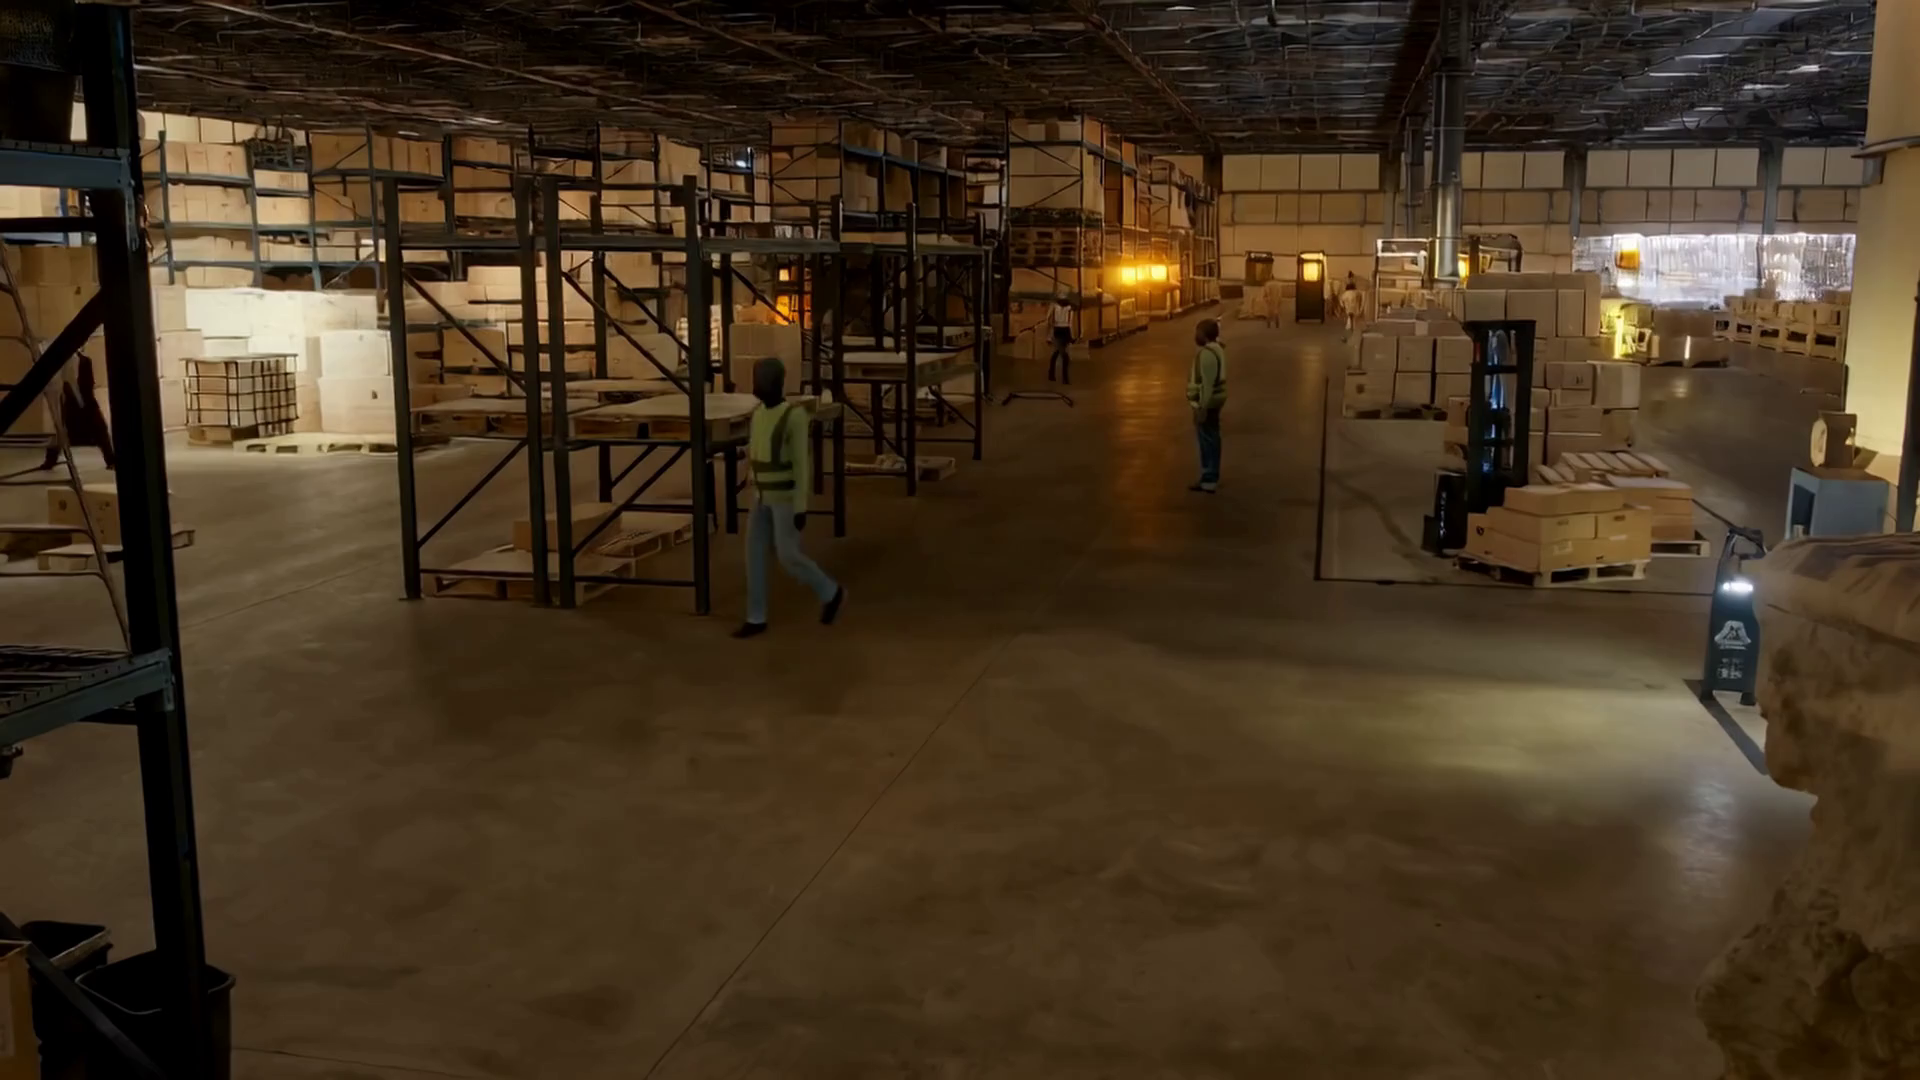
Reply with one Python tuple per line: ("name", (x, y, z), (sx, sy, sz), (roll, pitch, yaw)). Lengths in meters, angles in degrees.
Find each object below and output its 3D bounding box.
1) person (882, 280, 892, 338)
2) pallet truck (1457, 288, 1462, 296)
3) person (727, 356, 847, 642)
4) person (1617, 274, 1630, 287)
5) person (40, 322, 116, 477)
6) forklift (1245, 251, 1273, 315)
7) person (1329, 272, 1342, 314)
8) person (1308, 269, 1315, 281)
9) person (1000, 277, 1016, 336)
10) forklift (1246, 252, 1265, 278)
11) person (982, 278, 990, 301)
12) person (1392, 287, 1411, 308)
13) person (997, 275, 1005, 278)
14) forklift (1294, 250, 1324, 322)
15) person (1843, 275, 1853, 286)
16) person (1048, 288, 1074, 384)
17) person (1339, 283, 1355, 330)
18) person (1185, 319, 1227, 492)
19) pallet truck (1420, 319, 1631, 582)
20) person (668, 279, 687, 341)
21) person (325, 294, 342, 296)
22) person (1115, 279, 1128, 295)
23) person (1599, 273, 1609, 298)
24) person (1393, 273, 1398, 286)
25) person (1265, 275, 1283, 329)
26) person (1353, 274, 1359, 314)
("person", (-2.028, -5.687, 42.636), (0.477, 1.943, 0.621), (-8, 12, -38))
("pallet truck", (20.506, -9.785, 68.819), (0.653, 1.274, 1.630), (2, 10, 12))
("person", (-1.146, -0.276, 10.867), (0.785, 1.861, 0.588), (-8, 13, -40))
("person", (28.825, -10.651, 72.325), (0.564, 1.848, 0.390), (-2, 10, -9))
("person", (-10.064, -1.610, 18.960), (0.970, 1.804, 0.516), (0, 10, -1))
("forklift", (12.742, -10.889, 70.687), (1.129, 2.768, 1.873), (2, 10, 12))
("person", (17.062, -11.195, 75.394), (0.631, 1.896, 0.972), (6, 11, 31))
("person", (19.611, -14.118, 92.634), (0.480, 1.921, 0.579), (6, 12, 34))
("person", (1.541, -7.233, 51.906), (0.408, 1.913, 0.642), (-8, 13, -40))
("forklift", (14.893, -13.130, 83.958), (1.129, 2.768, 1.873), (2, 10, 12))
("person", (1.274, -12.831, 85.324), (0.598, 1.817, 0.456), (2, 10, 13))
("person", (12.493, -6.317, 47.109), (0.540, 1.695, 0.317), (6, 11, 33))
("person", (2.309, -13.903, 91.714), (0.659, 1.798, 0.919), (-1, 10, -7))
("forklift", (13.778, -10.002, 65.433), (1.129, 2.768, 1.873), (2, 10, 12))
("person", (38.575, -10.622, 72.336), (0.622, 1.794, 0.412), (-7, 12, -37))
("person", (2.003, -4.082, 33.227), (0.557, 1.914, 0.707), (-3, 10, -15))
("person", (13.651, -8.253, 58.716), (0.545, 1.649, 0.883), (3, 10, 16))
("person", (2.616, -1.430, 17.747), (0.429, 1.842, 0.633), (3, 10, 19))
("pallet truck", (4.543, -0.757, 13.299), (0.823, 1.965, 1.885), (-4, 10, -22))
("person", (-7.899, -6.334, 46.577), (0.641, 1.914, 0.888), (5, 11, 27))
("person", (-20.116, -7.517, 53.385), (0.629, 1.978, 0.618), (3, 10, 17))
("person", (7.798, -11.963, 79.987), (0.653, 1.882, 0.706), (0, 10, 2))
("person", (28.799, -11.036, 74.559), (0.652, 1.875, 0.873), (-6, 11, -30))
("person", (23.074, -13.284, 88.268), (0.485, 1.735, 0.346), (-7, 12, -35))
("person", (11.199, -8.489, 59.360), (0.659, 1.906, 0.401), (2, 10, 11))
("person", (17.788, -11.056, 74.903), (0.943, 1.777, 0.599), (2, 10, 13))
